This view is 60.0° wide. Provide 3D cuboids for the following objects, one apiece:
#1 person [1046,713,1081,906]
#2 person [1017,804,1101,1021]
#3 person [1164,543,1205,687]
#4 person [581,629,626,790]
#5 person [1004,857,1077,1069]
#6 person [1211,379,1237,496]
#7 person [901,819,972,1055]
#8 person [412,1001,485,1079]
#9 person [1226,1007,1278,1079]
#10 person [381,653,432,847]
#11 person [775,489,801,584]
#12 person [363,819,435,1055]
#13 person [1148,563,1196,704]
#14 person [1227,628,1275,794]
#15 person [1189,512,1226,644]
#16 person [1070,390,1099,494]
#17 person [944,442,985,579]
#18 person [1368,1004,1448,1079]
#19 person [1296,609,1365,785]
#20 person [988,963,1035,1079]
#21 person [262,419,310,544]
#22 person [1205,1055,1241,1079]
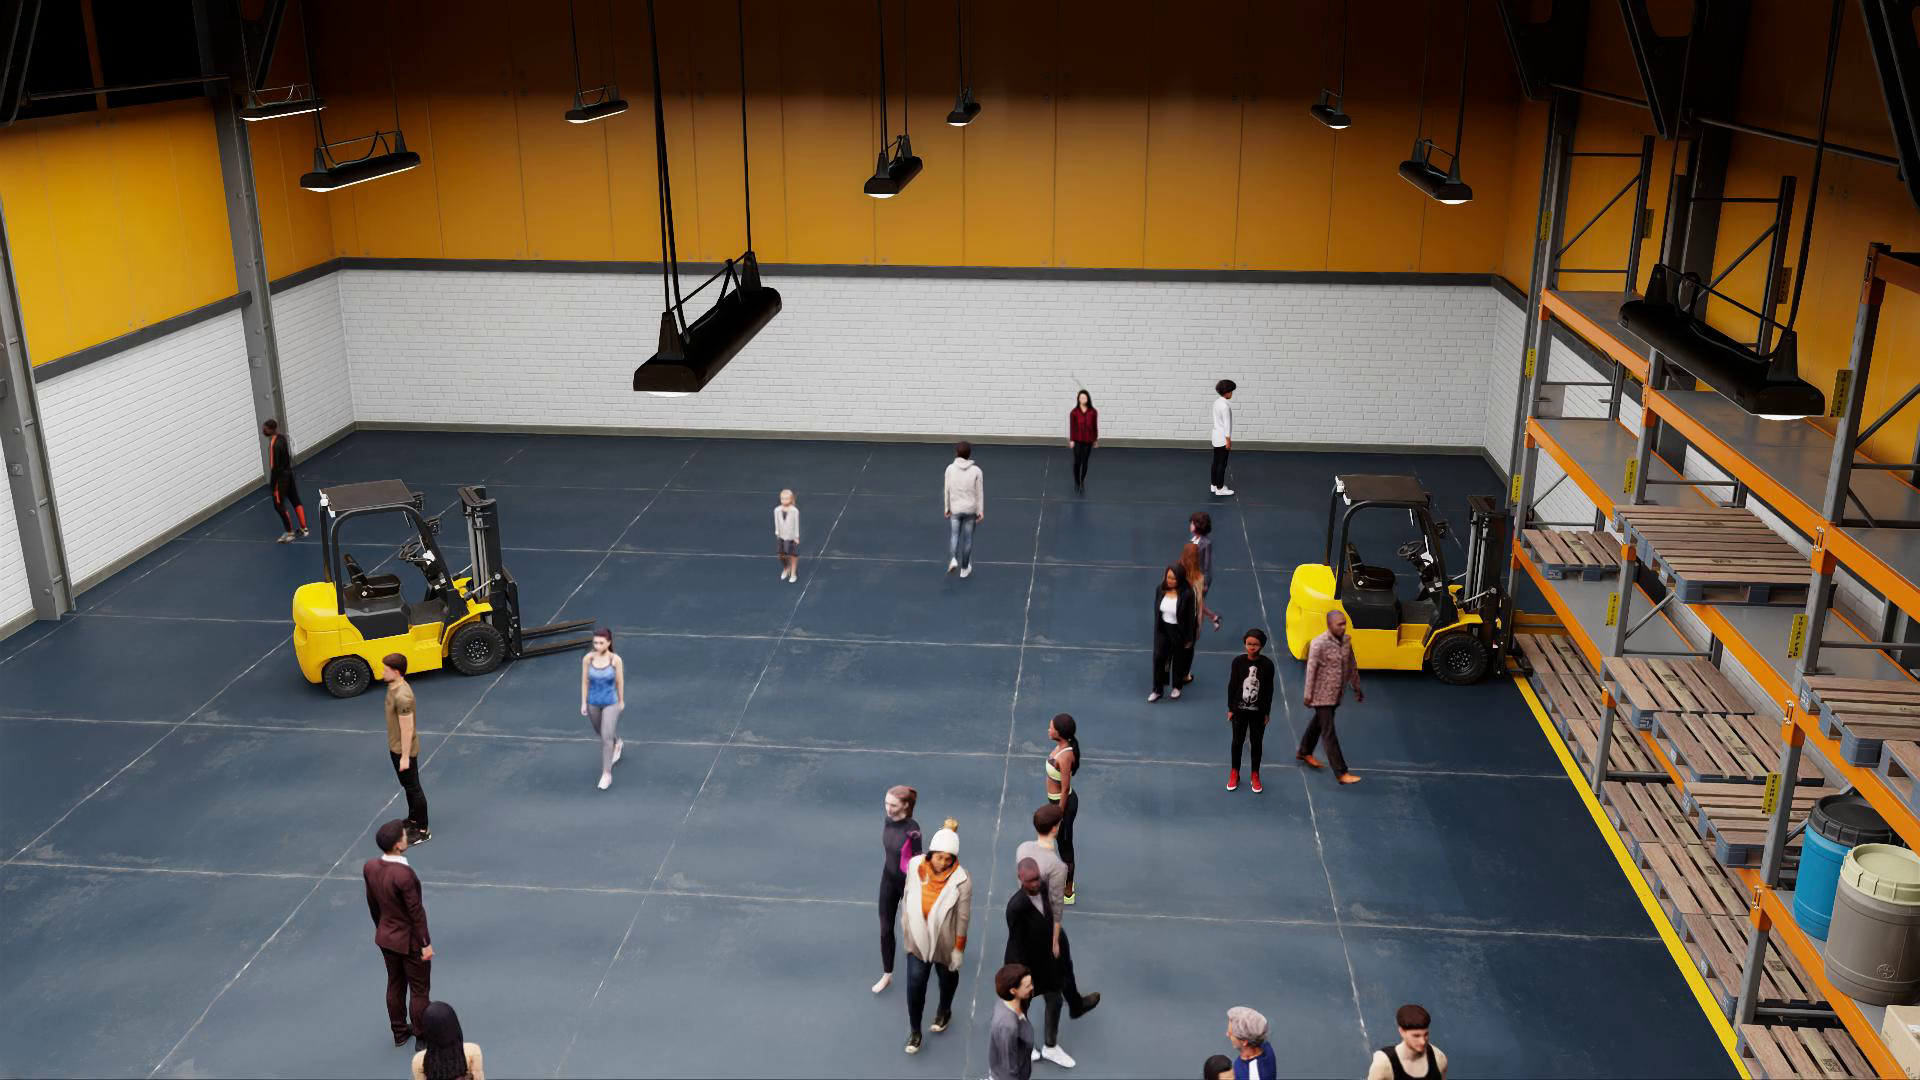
[{"bbox_3d":[0.898,2.298,14.291,0.611,1.754,0.432,2,19,5],"label":"person"},{"bbox_3d":[0.516,2.907,12.333,1.281,1.849,1.199,-16,24,-39],"label":"person"},{"bbox_3d":[2.474,0.871,18.595,0.806,1.711,0.938,11,22,30],"label":"person"},{"bbox_3d":[-3.537,1.617,16.585,0.607,1.579,1.077,3,19,9],"label":"person"},{"bbox_3d":[0.429,3.042,12.109,0.931,1.736,0.888,14,23,35],"label":"person"},{"bbox_3d":[4.063,-1.608,25.799,0.743,1.811,0.586,-4,19,-10],"label":"person"},{"bbox_3d":[-0.177,2.877,12.416,0.797,1.853,0.945,8,20,23],"label":"person"},{"bbox_3d":[-3.071,3.705,10.167,1.006,1.720,1.284,-6,19,-17],"label":"person"},{"bbox_3d":[1.766,3.645,10.170,0.690,1.831,0.485,2,19,7],"label":"person"},{"bbox_3d":[-5.118,1.900,15.319,0.811,1.852,0.716,-11,22,-29],"label":"person"},{"bbox_3d":[-2.261,-0.071,22.090,0.525,1.266,0.556,3,19,10],"label":"person"},{"bbox_3d":[-4.109,2.921,12.267,0.767,1.866,0.751,10,21,27],"label":"person"},{"bbox_3d":[2.394,0.996,18.403,0.760,1.598,0.858,7,20,19],"label":"person"},{"bbox_3d":[2.843,1.654,16.328,0.611,1.675,0.572,4,19,11],"label":"person"},{"bbox_3d":[2.919,0.463,19.845,0.846,1.686,0.826,-5,19,-16],"label":"person"},{"bbox_3d":[1.904,-1.556,25.907,0.639,1.644,0.641,-3,19,-8],"label":"person"},{"bbox_3d":[0.025,-0.367,22.065,0.720,1.843,0.808,4,19,11],"label":"person"},{"bbox_3d":[2.689,3.620,10.178,0.938,1.874,1.172,-5,19,-14],"label":"person"},{"bbox_3d":[3.607,1.510,16.615,1.164,1.764,1.241,-14,23,-36],"label":"person"},{"bbox_3d":[0.244,3.502,10.712,0.721,1.756,0.777,0,19,0],"label":"person"},{"bbox_3d":[-9.604,-0.865,23.646,0.836,1.778,0.567,4,19,11],"label":"person"},{"bbox_3d":[1.493,3.800,9.831,0.690,1.754,0.759,-16,25,-40],"label":"person"}]
